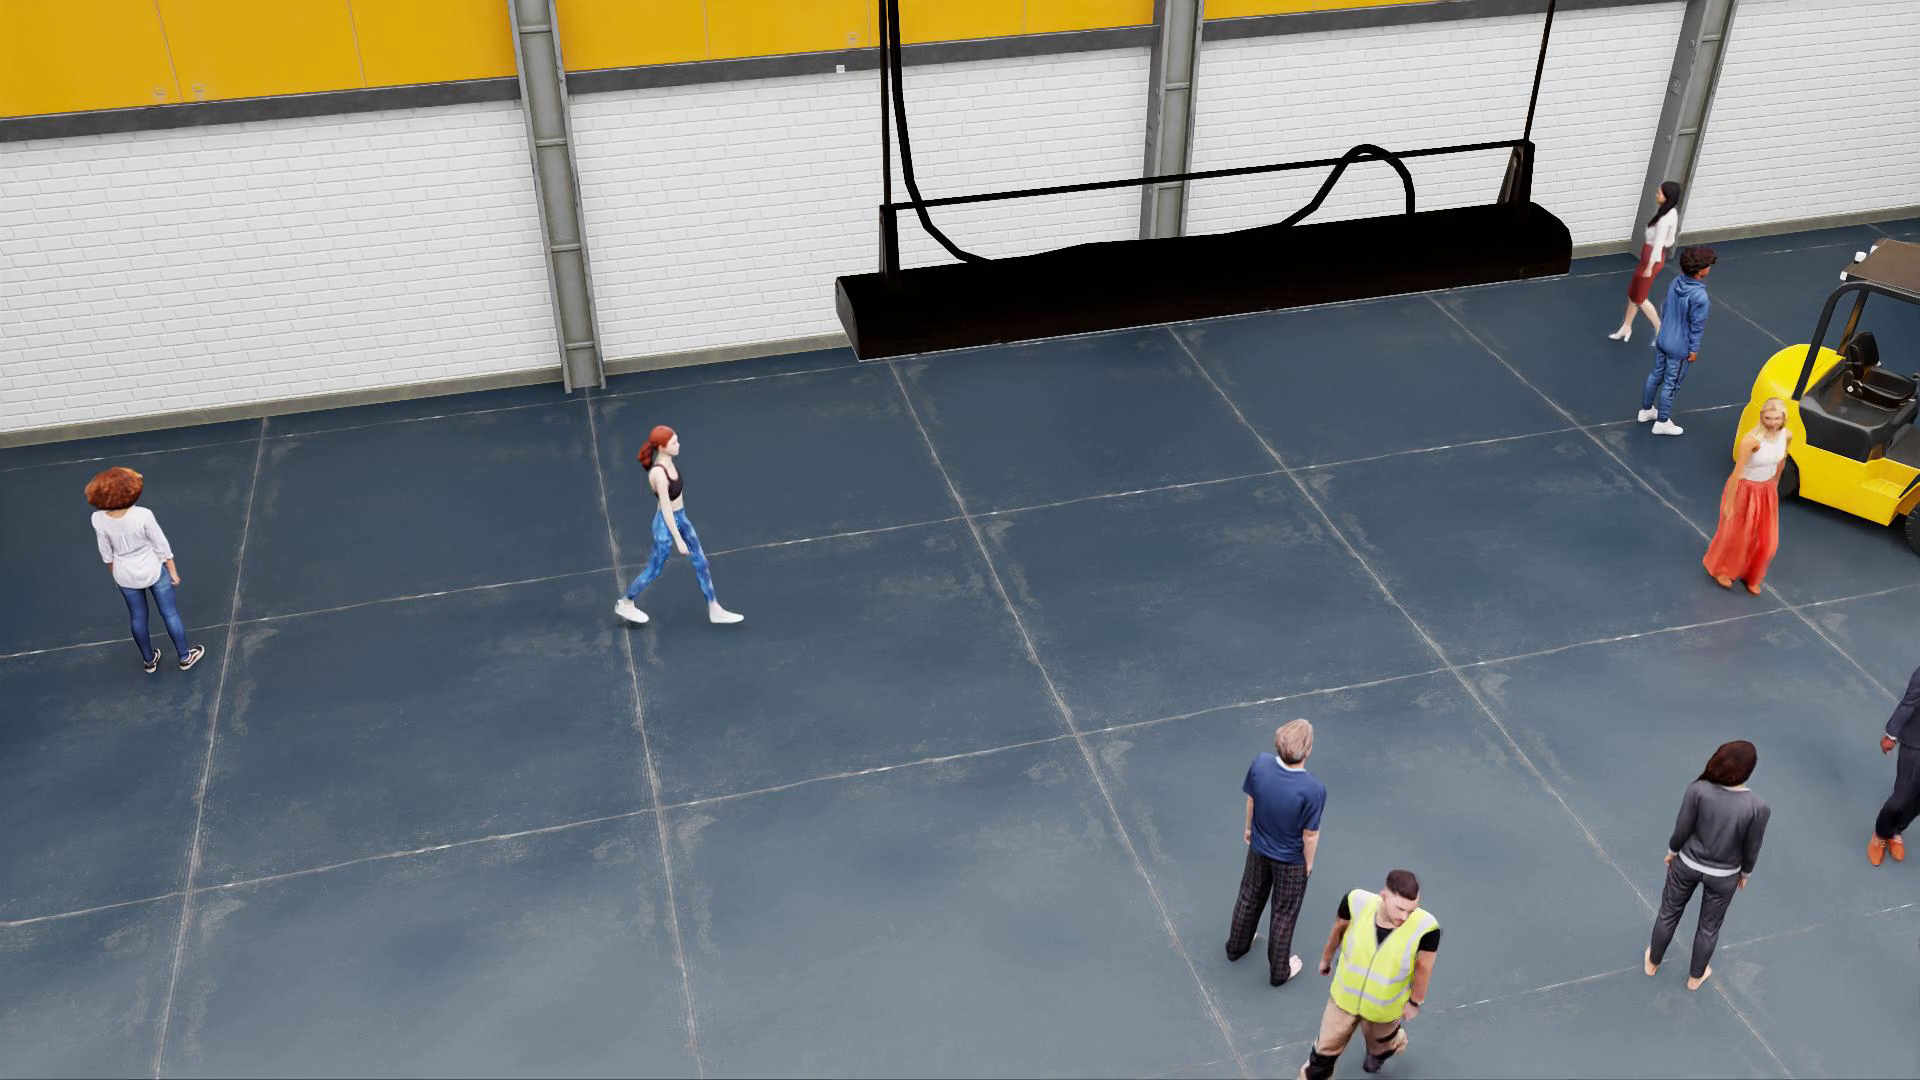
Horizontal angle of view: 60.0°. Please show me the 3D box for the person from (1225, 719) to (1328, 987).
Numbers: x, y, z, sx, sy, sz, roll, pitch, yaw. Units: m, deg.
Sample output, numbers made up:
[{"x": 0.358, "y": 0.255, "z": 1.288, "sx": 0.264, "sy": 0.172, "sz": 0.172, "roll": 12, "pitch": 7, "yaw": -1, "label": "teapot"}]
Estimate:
[{"x": 1.851, "y": 1.806, "z": 9.677, "sx": 0.733, "sy": 1.868, "sz": 0.739, "roll": 26, "pitch": 42, "yaw": 34, "label": "person"}]

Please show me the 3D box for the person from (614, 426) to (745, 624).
[{"x": -2.282, "y": -0.044, "z": 12.576, "sx": 1.288, "sy": 1.740, "sz": 0.855, "roll": 2, "pitch": 34, "yaw": 3, "label": "person"}]

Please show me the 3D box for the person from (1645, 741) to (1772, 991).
[{"x": 4.336, "y": 1.883, "z": 9.651, "sx": 0.674, "sy": 1.770, "sz": 0.738, "roll": 17, "pitch": 37, "yaw": 24, "label": "person"}]

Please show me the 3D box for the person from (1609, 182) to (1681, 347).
[{"x": 6.948, "y": -2.728, "z": 16.613, "sx": 0.928, "sy": 1.742, "sz": 0.860, "roll": 16, "pitch": 37, "yaw": 22, "label": "person"}]

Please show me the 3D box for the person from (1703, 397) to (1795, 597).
[{"x": 6.186, "y": -0.375, "z": 13.047, "sx": 0.744, "sy": 1.771, "sz": 0.804, "roll": -13, "pitch": 36, "yaw": -19, "label": "person"}]

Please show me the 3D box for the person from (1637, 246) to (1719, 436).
[{"x": 6.570, "y": -1.842, "z": 15.218, "sx": 0.559, "sy": 1.810, "sz": 0.678, "roll": -7, "pitch": 34, "yaw": -10, "label": "person"}]

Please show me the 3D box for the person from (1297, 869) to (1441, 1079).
[{"x": 2.219, "y": 2.379, "z": 8.873, "sx": 1.145, "sy": 1.805, "sz": 1.193, "roll": 21, "pitch": 39, "yaw": 28, "label": "person"}]

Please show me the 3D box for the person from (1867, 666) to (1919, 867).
[{"x": 6.166, "y": 1.245, "z": 10.576, "sx": 0.778, "sy": 1.808, "sz": 0.896, "roll": 7, "pitch": 34, "yaw": 11, "label": "person"}]

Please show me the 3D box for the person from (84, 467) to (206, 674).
[{"x": -6.018, "y": 0.220, "z": 12.201, "sx": 0.616, "sy": 1.716, "sz": 0.747, "roll": -3, "pitch": 34, "yaw": -4, "label": "person"}]
